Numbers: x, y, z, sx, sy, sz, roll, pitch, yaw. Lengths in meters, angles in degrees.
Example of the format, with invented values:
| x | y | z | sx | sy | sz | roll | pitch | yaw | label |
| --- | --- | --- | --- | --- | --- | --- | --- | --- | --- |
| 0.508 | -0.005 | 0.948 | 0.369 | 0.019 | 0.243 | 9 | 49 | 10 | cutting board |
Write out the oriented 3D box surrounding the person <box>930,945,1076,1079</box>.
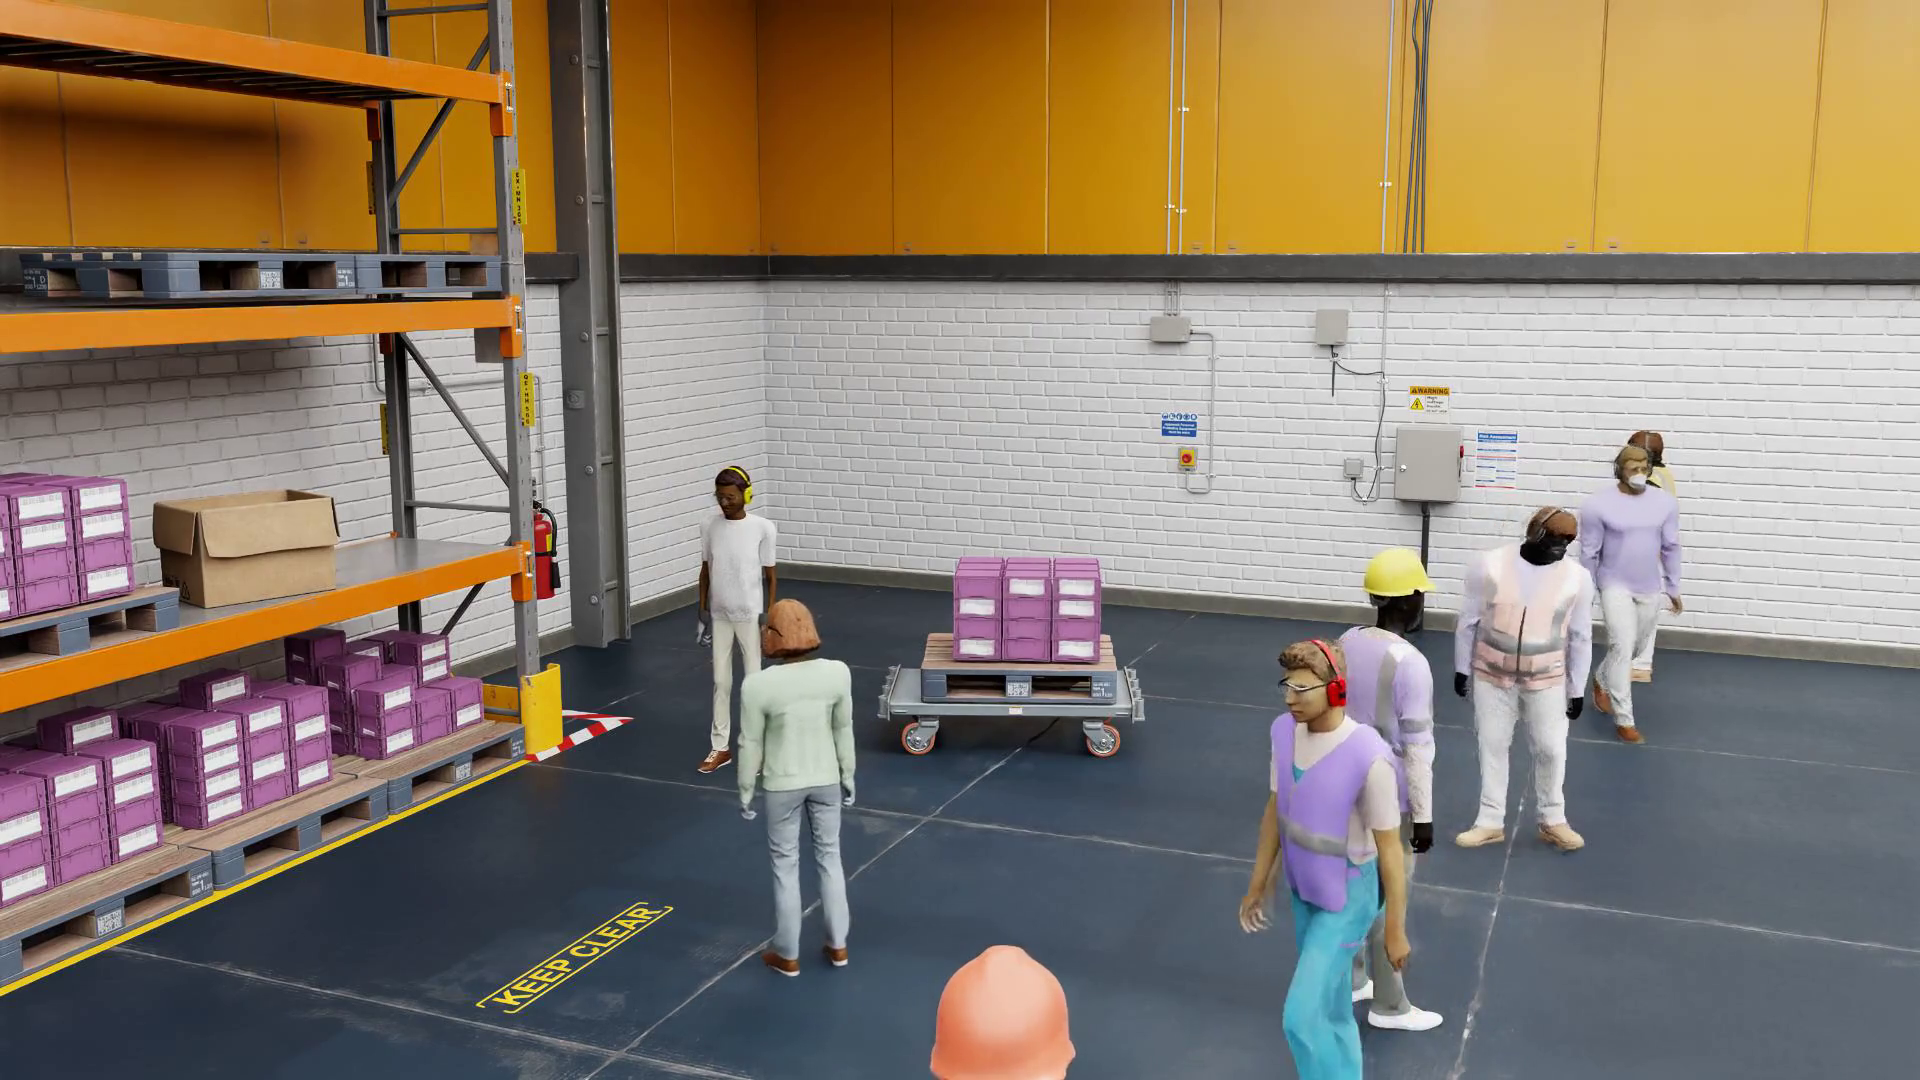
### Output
| x | y | z | sx | sy | sz | roll | pitch | yaw | label |
| --- | --- | --- | --- | --- | --- | --- | --- | --- | --- |
| 0.075 | 1.619 | 2.788 | 0.544 | 1.938 | 0.356 | 1 | 9 | 7 | person |

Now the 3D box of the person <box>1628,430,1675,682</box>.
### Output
| x | y | z | sx | sy | sz | roll | pitch | yaw | label |
| --- | --- | --- | --- | --- | --- | --- | --- | --- | --- |
| 4.984 | 0.115 | 12.190 | 0.429 | 1.840 | 0.636 | 5 | 11 | 27 | person |

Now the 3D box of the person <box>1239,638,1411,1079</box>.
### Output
| x | y | z | sx | sy | sz | roll | pitch | yaw | label |
| --- | --- | --- | --- | --- | --- | --- | --- | --- | --- |
| 1.180 | 1.221 | 5.567 | 0.586 | 1.818 | 0.567 | -3 | 10 | -18 | person |

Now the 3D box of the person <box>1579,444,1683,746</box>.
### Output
| x | y | z | sx | sy | sz | roll | pitch | yaw | label |
| --- | --- | --- | --- | --- | --- | --- | --- | --- | --- |
| 4.325 | 0.304 | 10.862 | 0.630 | 1.913 | 0.931 | -1 | 9 | -5 | person |

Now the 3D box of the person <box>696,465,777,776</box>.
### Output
| x | y | z | sx | sy | sz | roll | pitch | yaw | label |
| --- | --- | --- | --- | --- | --- | --- | --- | --- | --- |
| -1.337 | 0.481 | 9.919 | 0.517 | 1.862 | 0.328 | 2 | 10 | 14 | person |

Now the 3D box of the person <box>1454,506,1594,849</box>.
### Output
| x | y | z | sx | sy | sz | roll | pitch | yaw | label |
| --- | --- | --- | --- | --- | --- | --- | --- | --- | --- |
| 2.921 | 0.725 | 8.603 | 0.708 | 1.815 | 0.431 | 4 | 10 | 21 | person |

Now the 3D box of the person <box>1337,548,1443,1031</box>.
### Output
| x | y | z | sx | sy | sz | roll | pitch | yaw | label |
| --- | --- | --- | --- | --- | --- | --- | --- | --- | --- |
| 1.702 | 0.986 | 6.645 | 0.358 | 1.930 | 0.585 | -3 | 10 | -20 | person |

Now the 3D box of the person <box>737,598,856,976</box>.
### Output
| x | y | z | sx | sy | sz | roll | pitch | yaw | label |
| --- | --- | --- | --- | --- | --- | --- | --- | --- | --- |
| -0.695 | 1.056 | 7.115 | 0.519 | 1.626 | 0.294 | -4 | 10 | -24 | person |
